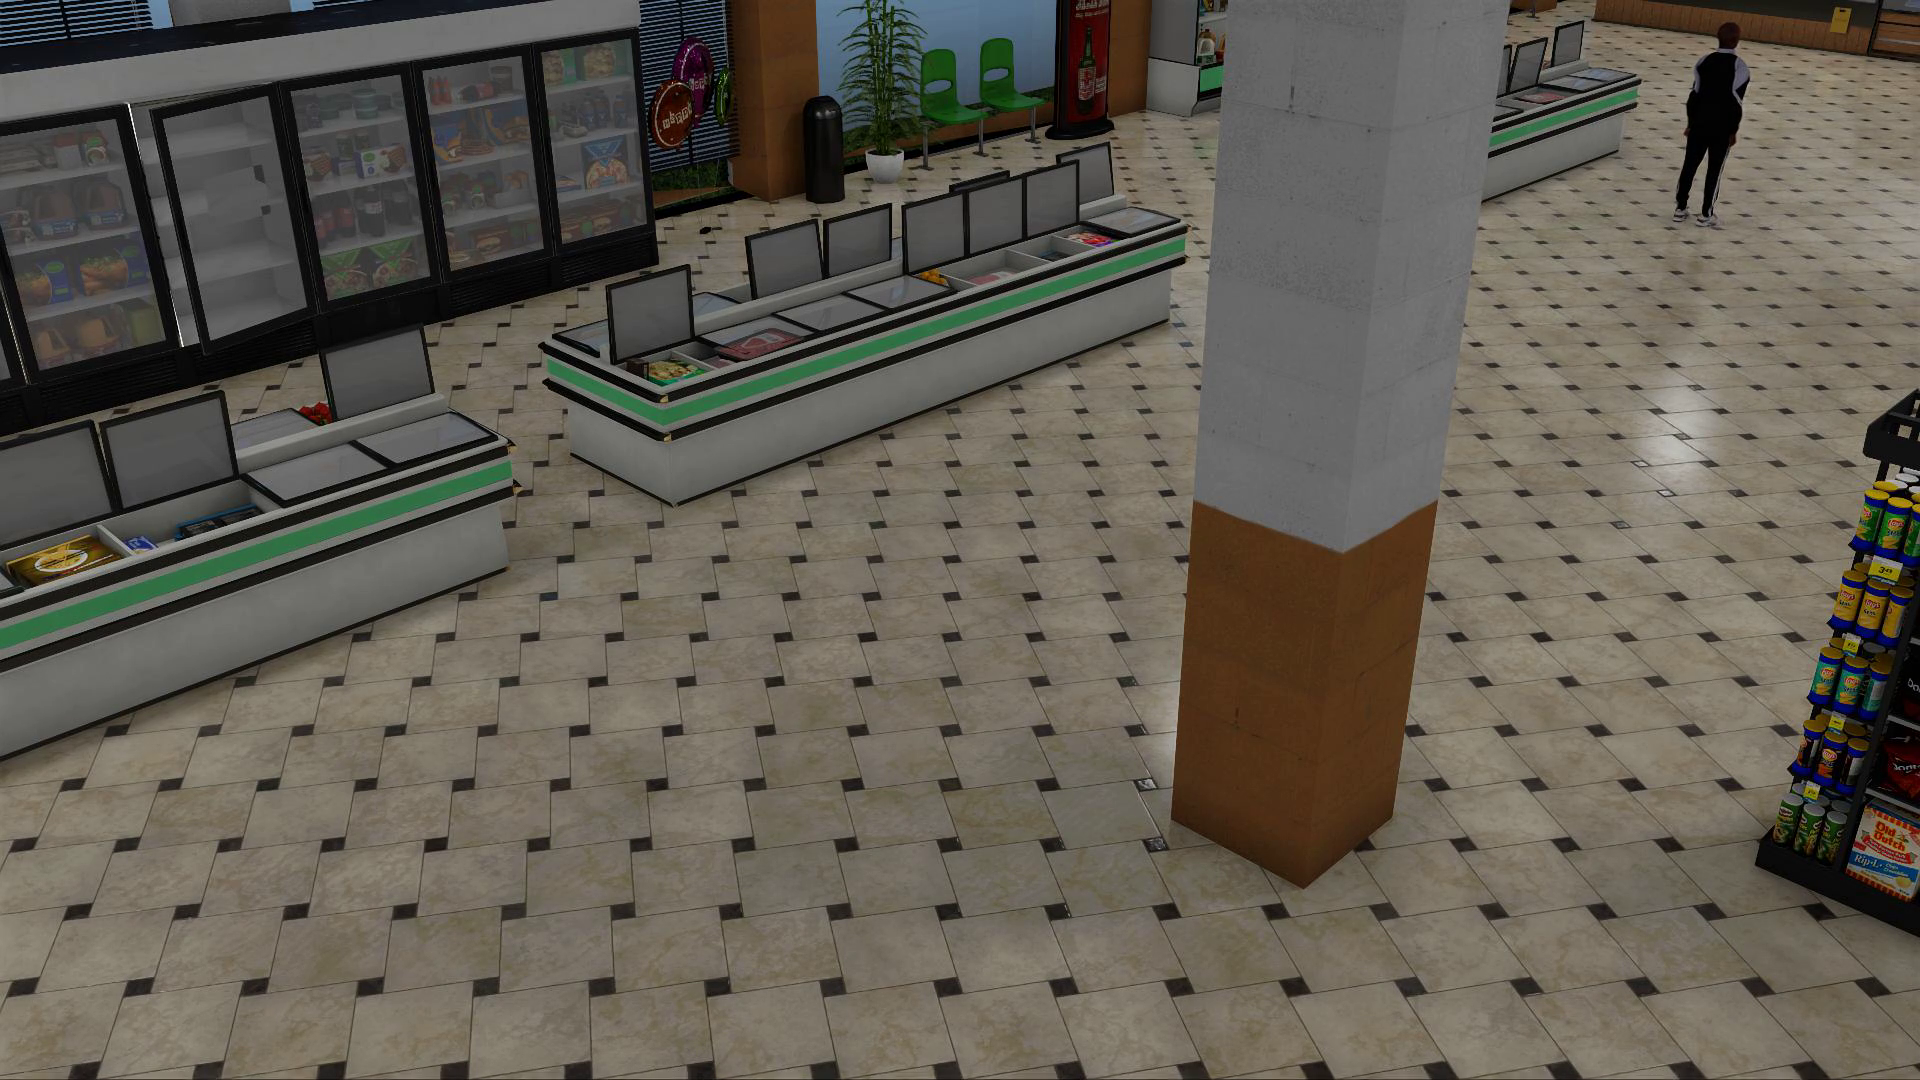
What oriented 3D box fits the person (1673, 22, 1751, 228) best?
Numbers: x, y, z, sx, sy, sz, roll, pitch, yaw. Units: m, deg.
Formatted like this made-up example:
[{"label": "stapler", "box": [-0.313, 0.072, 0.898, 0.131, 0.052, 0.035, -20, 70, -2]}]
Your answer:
[{"label": "person", "box": [6.869, -3.803, 15.207, 0.595, 1.827, 0.684, -19, 32, -32]}]
